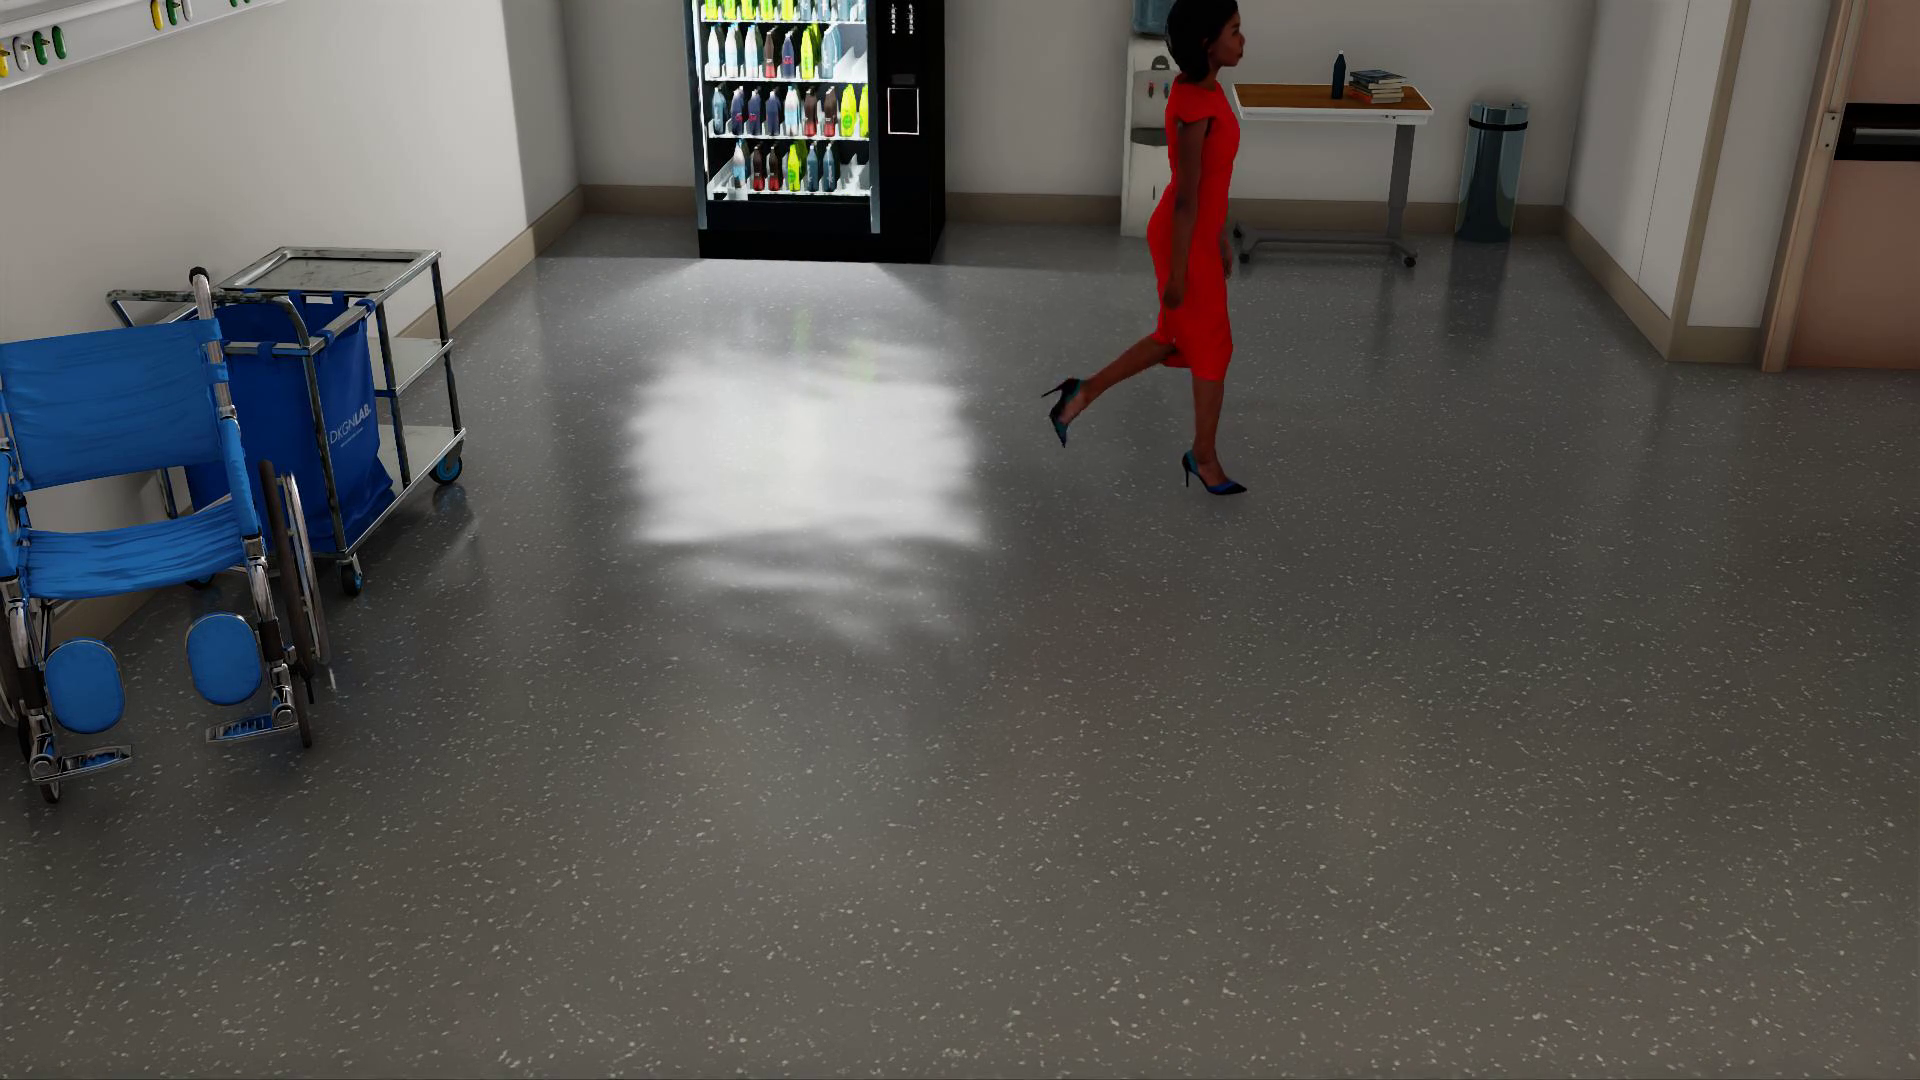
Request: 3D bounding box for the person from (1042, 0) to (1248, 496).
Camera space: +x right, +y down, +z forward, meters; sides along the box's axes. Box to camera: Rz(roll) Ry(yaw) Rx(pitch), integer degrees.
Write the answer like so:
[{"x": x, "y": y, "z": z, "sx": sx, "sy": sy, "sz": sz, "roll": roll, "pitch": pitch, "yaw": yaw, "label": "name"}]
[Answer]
[{"x": 0.694, "y": -0.966, "z": 5.681, "sx": 0.959, "sy": 1.721, "sz": 0.573, "roll": 3, "pitch": 26, "yaw": 7, "label": "person"}]
